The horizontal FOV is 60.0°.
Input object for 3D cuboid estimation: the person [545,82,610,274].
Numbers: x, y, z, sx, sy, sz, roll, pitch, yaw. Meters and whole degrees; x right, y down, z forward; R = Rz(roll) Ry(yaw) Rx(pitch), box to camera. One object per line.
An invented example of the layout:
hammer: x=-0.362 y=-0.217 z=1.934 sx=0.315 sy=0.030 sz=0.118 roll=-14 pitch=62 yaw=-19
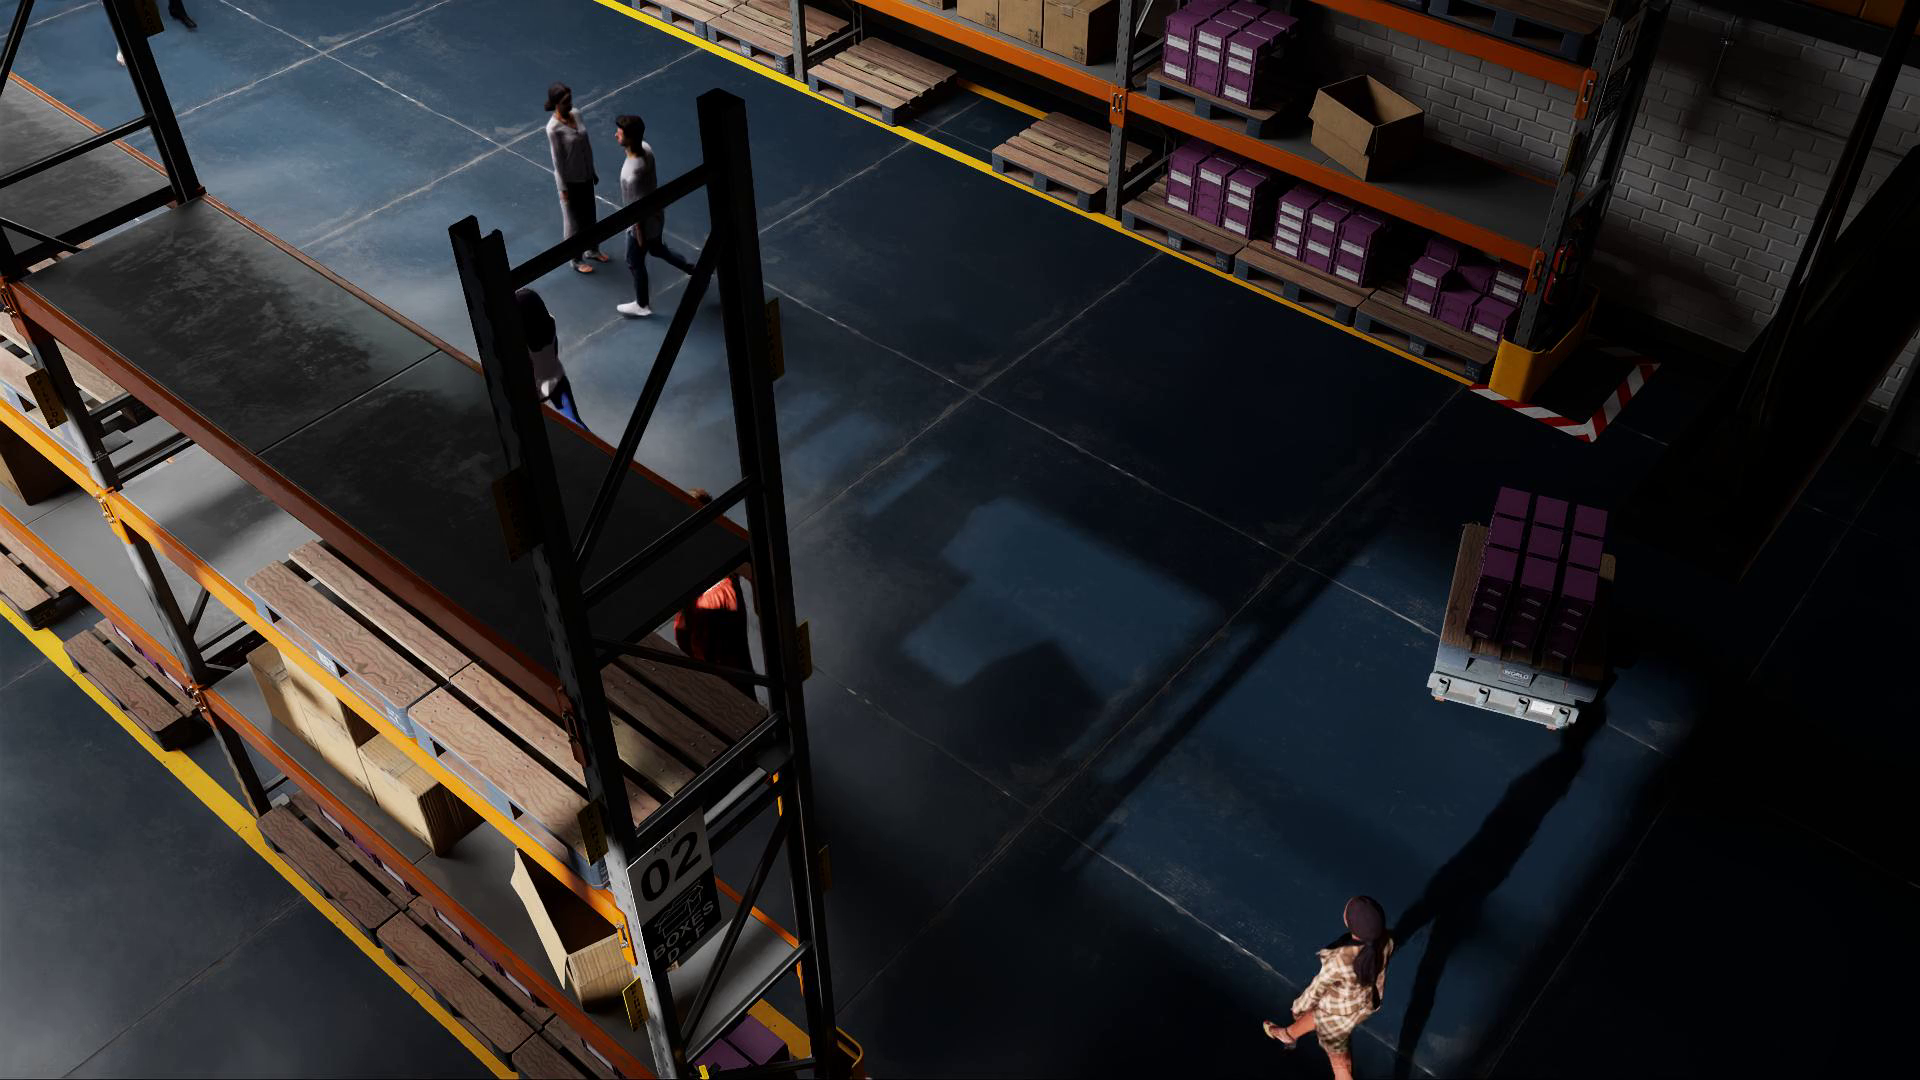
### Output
person: x=-3.323 y=-3.119 z=14.256 sx=0.592 sy=1.770 sz=0.628 roll=20 pitch=47 yaw=19

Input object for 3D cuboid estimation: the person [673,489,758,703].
person: x=-1.506 y=0.455 z=10.495 sx=0.785 sy=1.782 sz=0.984 roll=-28 pitch=50 yaw=-26

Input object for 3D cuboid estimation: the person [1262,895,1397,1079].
person: x=1.980 y=2.454 z=8.424 sx=0.803 sy=1.744 sz=1.143 roll=-24 pitch=48 yaw=-23

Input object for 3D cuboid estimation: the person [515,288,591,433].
person: x=-2.962 y=-1.074 z=12.206 sx=1.172 sy=1.636 sz=0.751 roll=22 pitch=48 yaw=22

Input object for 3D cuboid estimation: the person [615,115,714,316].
person: x=-2.529 y=-2.661 z=13.704 sx=1.174 sy=1.867 sz=1.040 roll=3 pitch=44 yaw=3
